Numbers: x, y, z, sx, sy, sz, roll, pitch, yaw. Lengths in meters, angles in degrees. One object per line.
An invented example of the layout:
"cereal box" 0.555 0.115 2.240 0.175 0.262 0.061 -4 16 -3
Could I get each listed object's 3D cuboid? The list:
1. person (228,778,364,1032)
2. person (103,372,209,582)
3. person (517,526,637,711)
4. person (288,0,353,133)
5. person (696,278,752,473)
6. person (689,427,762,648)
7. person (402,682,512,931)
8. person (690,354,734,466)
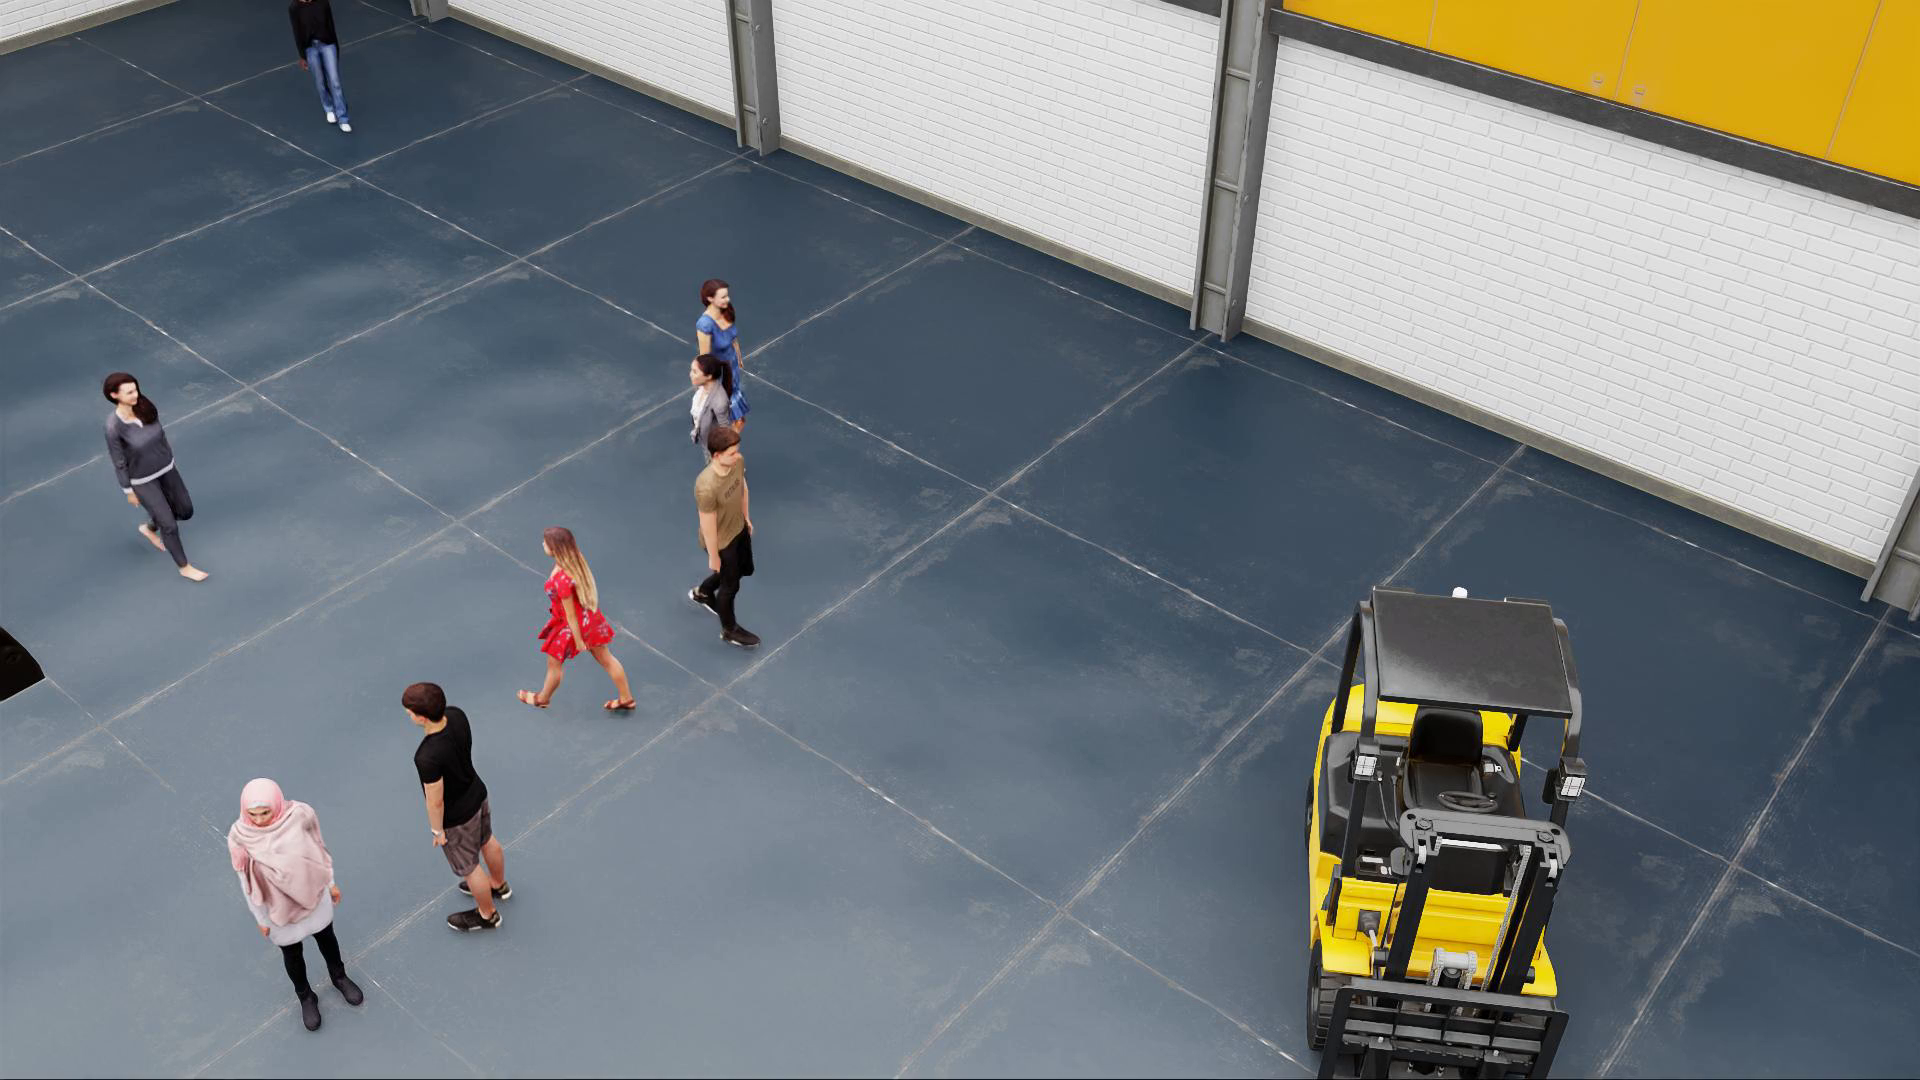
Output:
"person" -3.631 1.959 9.074 0.674 1.802 0.647 -27 46 -29
"person" -5.976 -0.482 12.169 0.968 1.753 0.796 15 41 18
"person" -2.444 0.570 11.010 1.107 1.556 0.918 6 39 7
"person" -7.104 -5.428 18.394 0.887 1.715 1.092 -14 41 -17
"person" -1.941 -1.265 13.113 0.836 1.799 0.796 10 40 13
"person" -1.704 -0.052 11.566 0.956 1.834 0.851 17 42 20
"person" -2.882 1.515 9.583 0.757 1.860 0.745 6 39 7
"person" -1.810 -0.675 12.471 0.781 1.678 0.677 -14 41 -17
